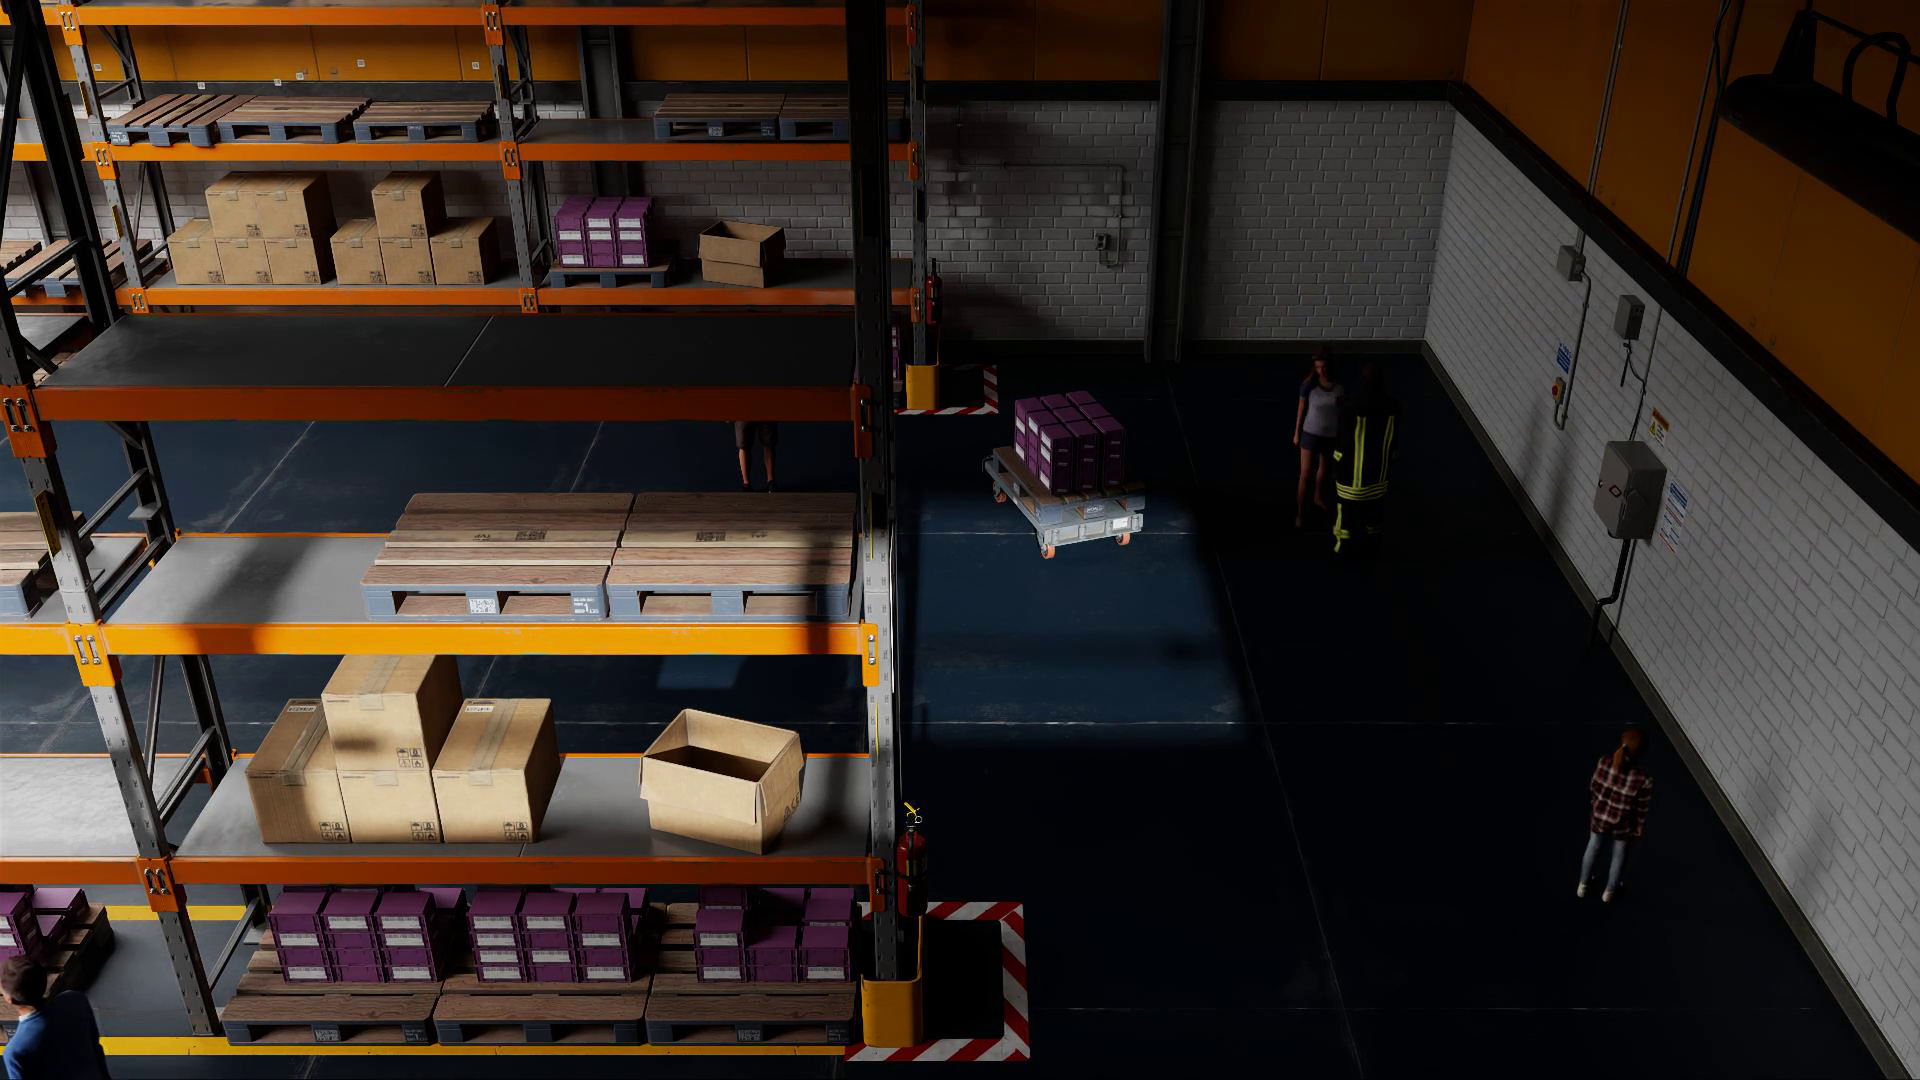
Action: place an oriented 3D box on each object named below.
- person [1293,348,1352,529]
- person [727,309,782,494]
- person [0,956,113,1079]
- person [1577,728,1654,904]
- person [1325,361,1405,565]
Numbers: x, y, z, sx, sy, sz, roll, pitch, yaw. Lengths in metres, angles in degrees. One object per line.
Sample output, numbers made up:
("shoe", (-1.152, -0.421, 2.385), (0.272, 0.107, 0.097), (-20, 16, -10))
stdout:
("person", (3.260, -0.971, 15.028), (0.758, 1.688, 0.669), (-3, 29, -6))
("person", (-1.892, -1.259, 15.375), (0.588, 1.862, 0.773), (-5, 29, -10))
("person", (-4.330, 2.740, 8.090), (0.655, 1.817, 0.717), (8, 30, 14))
("person", (4.098, 1.731, 10.477), (0.643, 1.302, 0.708), (23, 36, 35))
("person", (3.495, -0.681, 14.362), (0.683, 1.817, 0.850), (-6, 29, -11))
